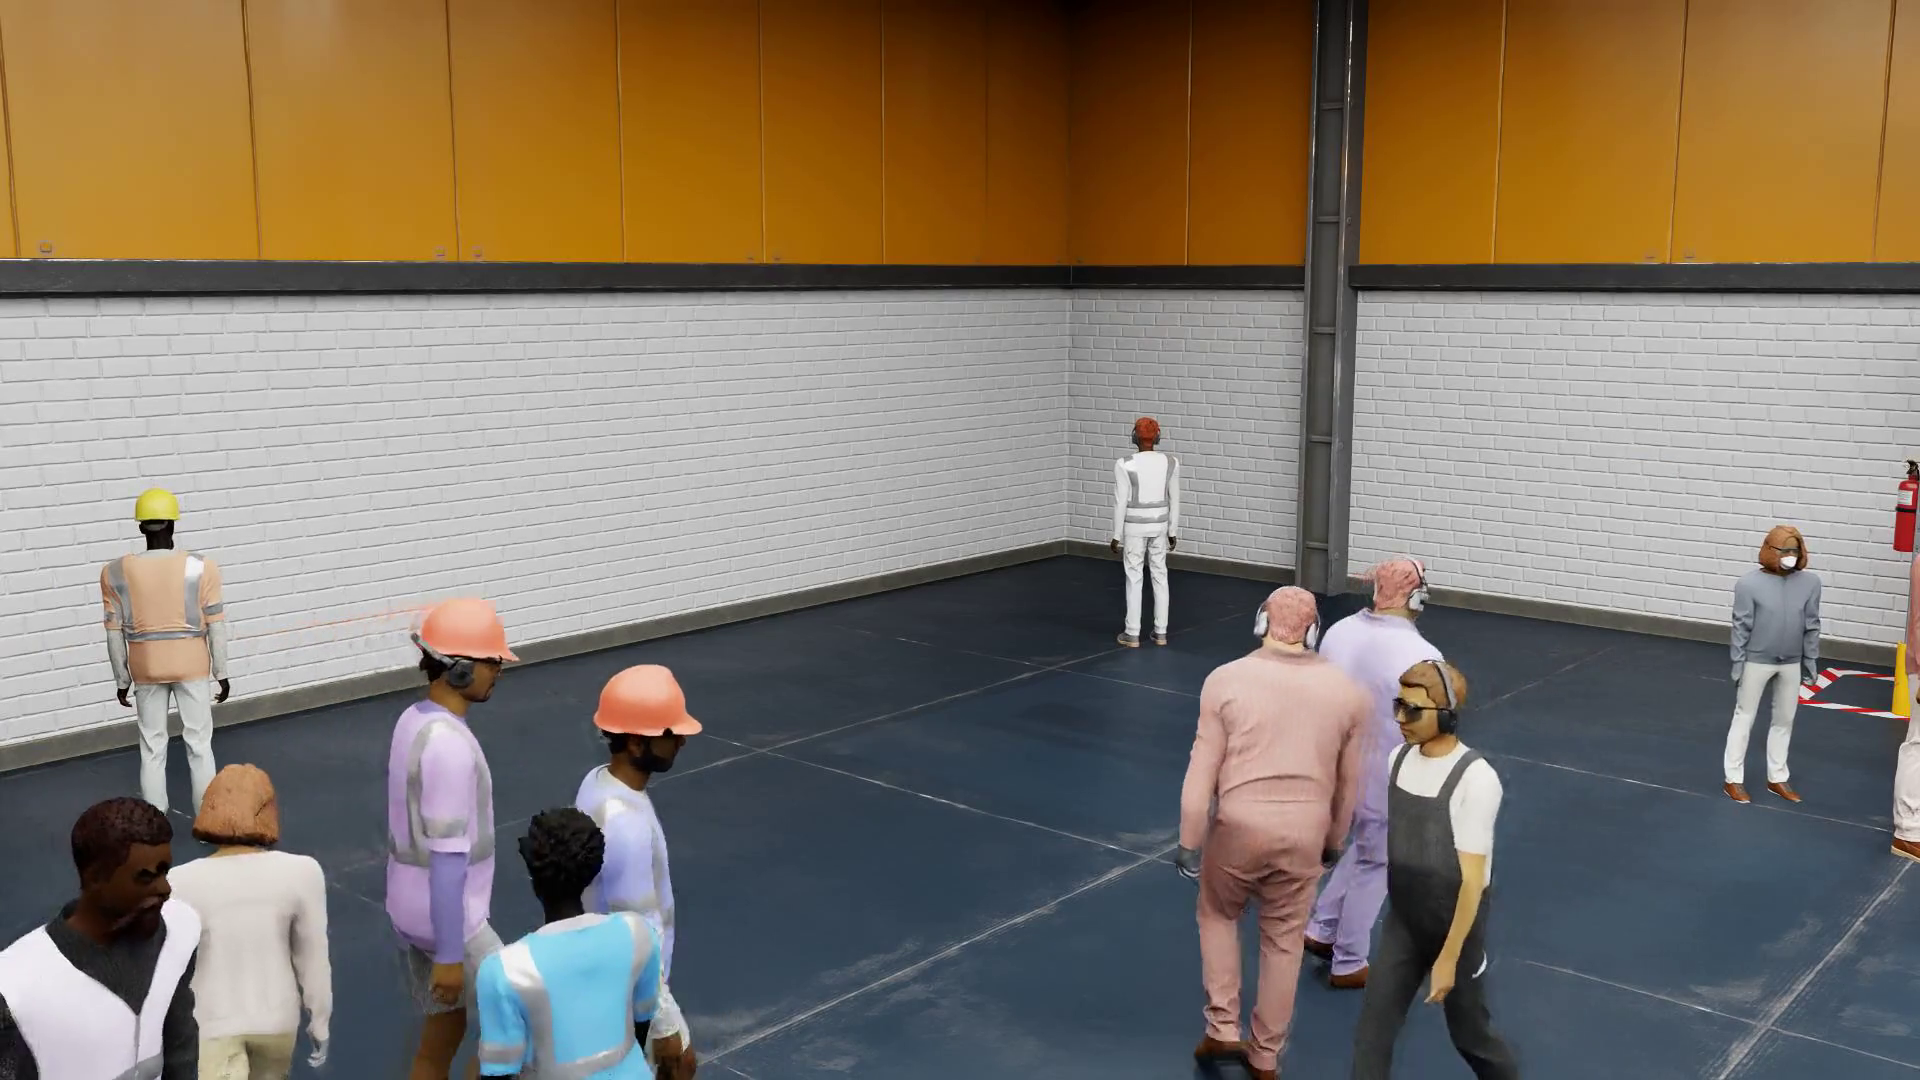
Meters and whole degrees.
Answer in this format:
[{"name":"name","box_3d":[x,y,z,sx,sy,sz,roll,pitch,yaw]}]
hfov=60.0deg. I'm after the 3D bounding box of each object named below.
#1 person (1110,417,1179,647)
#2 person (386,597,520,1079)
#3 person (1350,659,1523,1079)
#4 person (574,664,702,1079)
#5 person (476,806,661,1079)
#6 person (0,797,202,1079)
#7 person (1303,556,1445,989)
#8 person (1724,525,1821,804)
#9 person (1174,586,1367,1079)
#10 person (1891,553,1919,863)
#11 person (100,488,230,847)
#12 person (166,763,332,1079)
[{"name":"person","box_3d":[1.512,-0.064,13.608,0.586,1.882,0.342,-3,9,-17]},{"name":"person","box_3d":[-1.591,1.187,5.335,0.592,2.011,0.633,-5,10,-29]},{"name":"person","box_3d":[1.589,1.270,5.505,0.935,1.808,0.509,-5,10,-28]},{"name":"person","box_3d":[-0.956,1.305,4.905,0.440,1.919,0.554,-2,9,-14]},{"name":"person","box_3d":[-1.070,1.507,4.401,0.552,1.667,0.669,-8,12,-41]},{"name":"person","box_3d":[-2.096,1.500,3.970,1.034,1.844,0.594,2,9,11]},{"name":"person","box_3d":[1.766,0.997,6.976,0.424,1.877,0.649,-4,10,-23]},{"name":"person","box_3d":[4.656,0.715,9.544,0.499,1.625,0.304,-1,9,-4]},{"name":"person","box_3d":[1.147,1.114,6.260,0.727,1.867,0.440,-1,9,-6]},{"name":"person","box_3d":[5.104,0.674,8.631,0.610,1.995,0.375,-8,12,-43]},{"name":"person","box_3d":[-4.169,0.683,8.780,0.587,1.928,0.364,-3,9,-16]},{"name":"person","box_3d":[-2.159,1.455,5.013,0.493,1.571,0.871,-6,11,-34]}]
